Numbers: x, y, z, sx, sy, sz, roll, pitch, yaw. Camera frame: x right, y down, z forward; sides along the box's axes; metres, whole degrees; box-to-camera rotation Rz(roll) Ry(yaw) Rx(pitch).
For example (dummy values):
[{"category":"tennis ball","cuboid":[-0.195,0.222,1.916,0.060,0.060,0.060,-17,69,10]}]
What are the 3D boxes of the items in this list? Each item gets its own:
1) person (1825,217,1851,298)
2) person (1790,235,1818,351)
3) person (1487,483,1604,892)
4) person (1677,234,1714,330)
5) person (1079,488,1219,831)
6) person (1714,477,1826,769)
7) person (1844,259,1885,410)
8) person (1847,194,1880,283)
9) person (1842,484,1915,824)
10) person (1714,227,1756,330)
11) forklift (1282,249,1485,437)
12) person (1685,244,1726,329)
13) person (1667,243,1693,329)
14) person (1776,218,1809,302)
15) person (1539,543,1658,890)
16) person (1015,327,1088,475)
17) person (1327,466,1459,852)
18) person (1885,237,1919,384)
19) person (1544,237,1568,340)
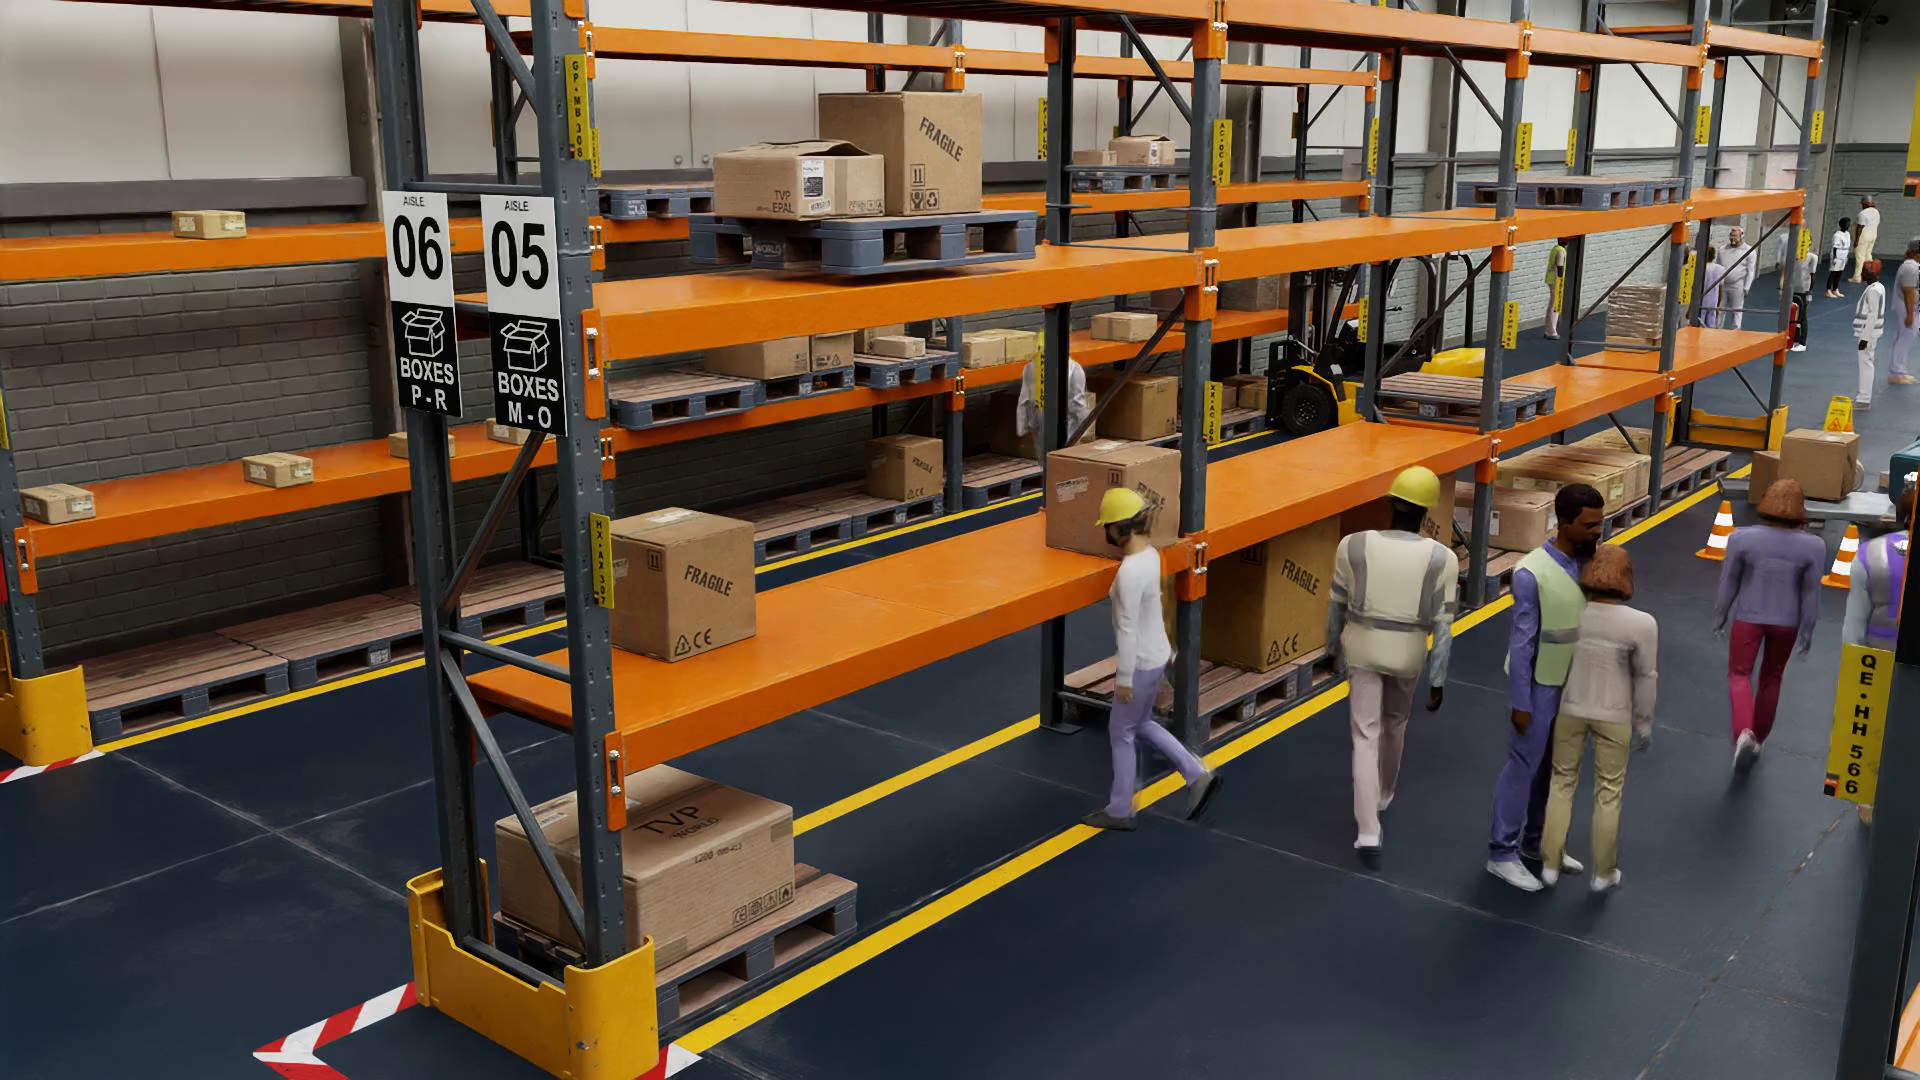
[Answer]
[{"category":"person","cuboid":[18.461,-5.925,34.918,0.530,1.689,0.321,-10,17,-36]},{"category":"person","cuboid":[13.366,-3.939,26.486,0.327,1.863,0.508,-4,14,-18]},{"category":"person","cuboid":[2.717,0.660,7.662,0.590,1.907,0.397,-10,17,-34]},{"category":"person","cuboid":[11.828,-4.022,26.827,0.988,1.847,0.657,-8,16,-29]},{"category":"person","cuboid":[0.958,0.606,8.240,0.628,1.733,0.578,4,14,15]},{"category":"person","cuboid":[4.400,0.460,9.075,0.508,1.608,0.654,5,15,20]},{"category":"person","cuboid":[11.375,-2.571,20.858,0.337,1.882,0.583,8,16,30]},{"category":"person","cuboid":[20.943,-7.003,38.580,0.684,2.000,0.537,-9,16,-32]},{"category":"person","cuboid":[4.606,0.608,8.057,0.632,1.822,0.785,7,15,26]},{"category":"person","cuboid":[12.674,-4.175,27.348,0.409,1.908,0.639,-13,19,-43]},{"category":"forklift","cuboid":[4.886,-2.214,18.767,2.313,2.155,1.214,11,18,38]},{"category":"person","cuboid":[10.836,-3.378,24.227,0.504,1.846,0.344,-2,14,-9]},{"category":"person","cuboid":[10.657,-3.469,24.625,0.341,1.838,0.501,-10,17,-36]},{"category":"person","cuboid":[16.894,-5.660,33.759,0.589,1.718,0.510,8,16,31]},{"category":"person","cuboid":[2.875,0.829,7.582,0.532,1.633,0.406,8,16,30]},{"category":"person","cuboid":[0.732,-0.944,14.384,0.625,1.806,0.763,8,16,30]},{"category":"person","cuboid":[2.094,0.563,8.135,0.595,1.875,0.962,3,14,10]},{"category":"person","cuboid":[13.213,-3.188,23.051,0.538,2.000,0.725,7,15,26]},{"category":"person","cuboid":[10.010,-4.280,27.896,0.374,1.843,0.573,2,14,9]}]
